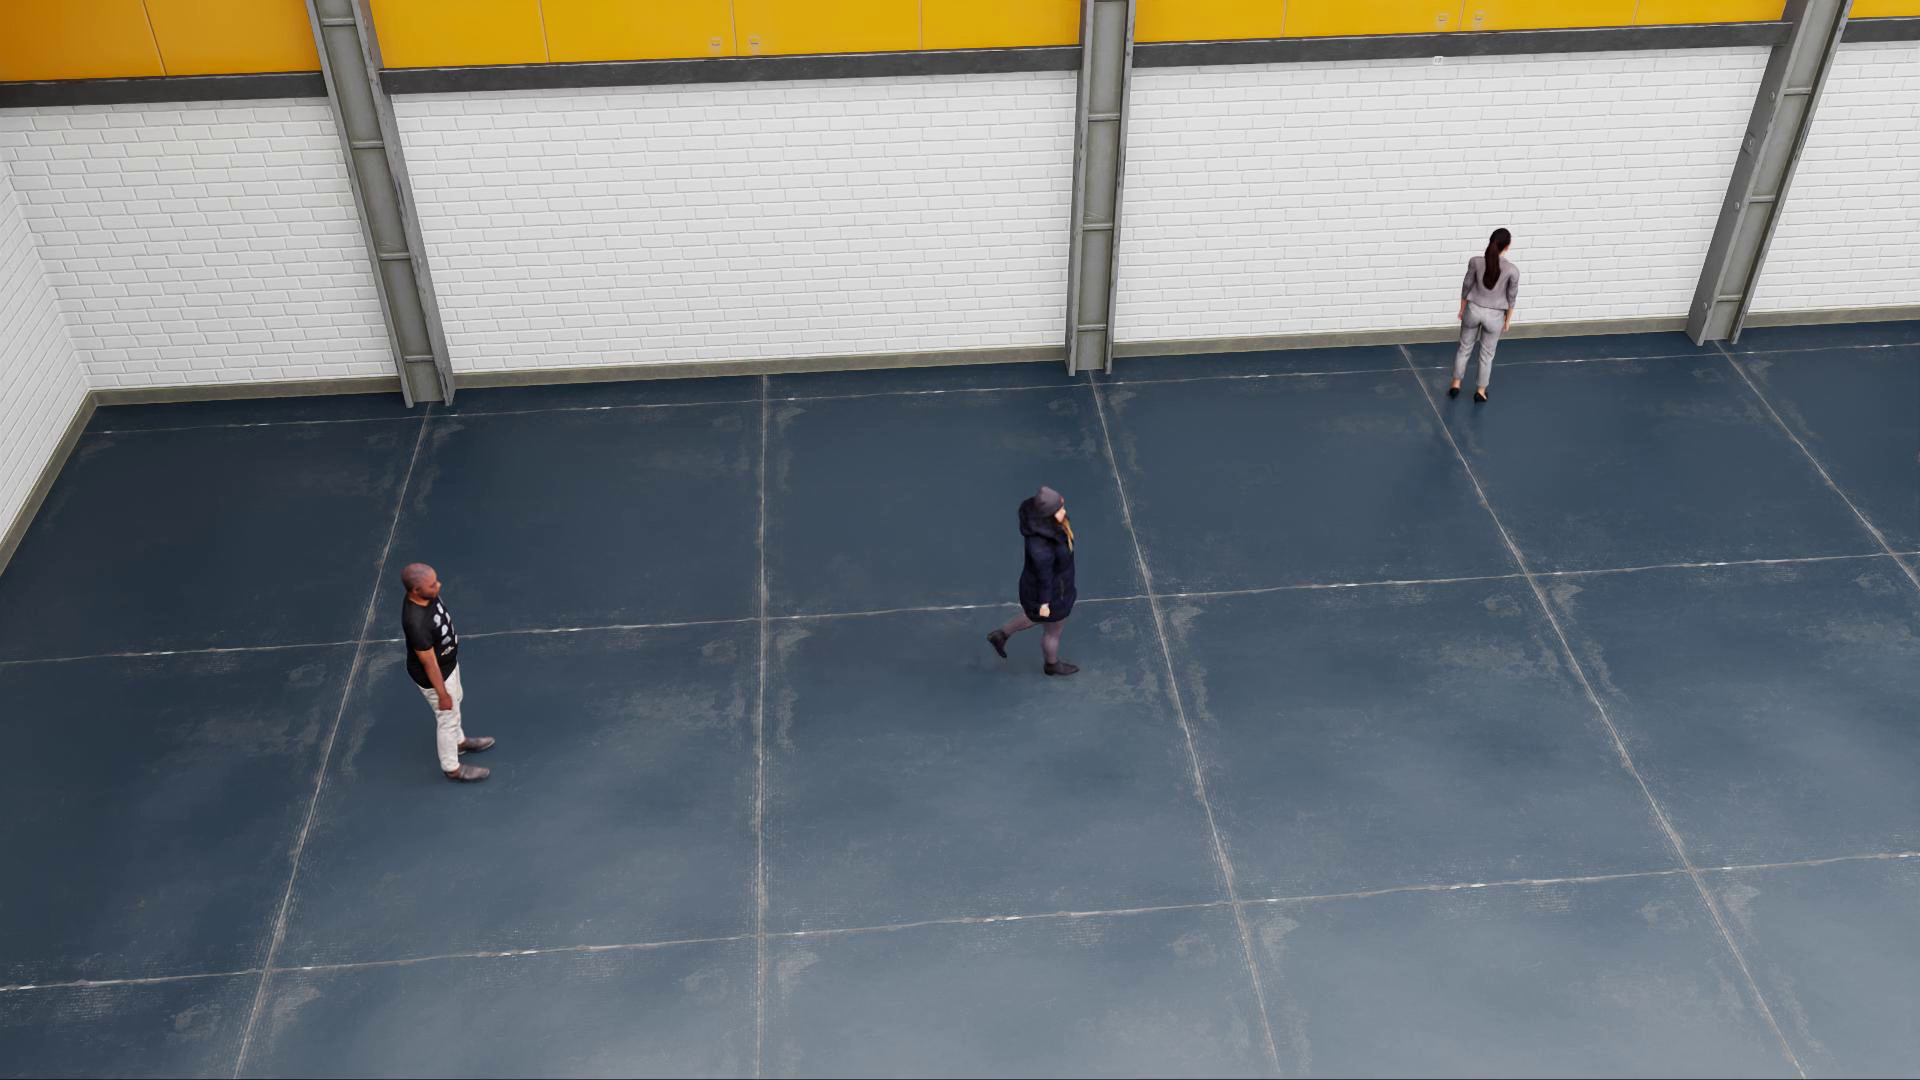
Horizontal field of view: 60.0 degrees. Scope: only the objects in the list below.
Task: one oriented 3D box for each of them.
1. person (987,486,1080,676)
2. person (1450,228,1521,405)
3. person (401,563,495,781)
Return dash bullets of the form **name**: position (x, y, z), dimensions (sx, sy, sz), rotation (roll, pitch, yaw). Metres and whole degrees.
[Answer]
- **person**: position (0.528, 0.315, 11.712), dimensions (0.959, 1.662, 0.749), rotation (3, 39, 4)
- **person**: position (4.572, -1.949, 14.535), dimensions (0.693, 1.677, 0.783), rotation (19, 43, 23)
- **person**: position (-3.446, 0.853, 10.927), dimensions (0.639, 1.801, 0.681), rotation (-7, 39, -9)
